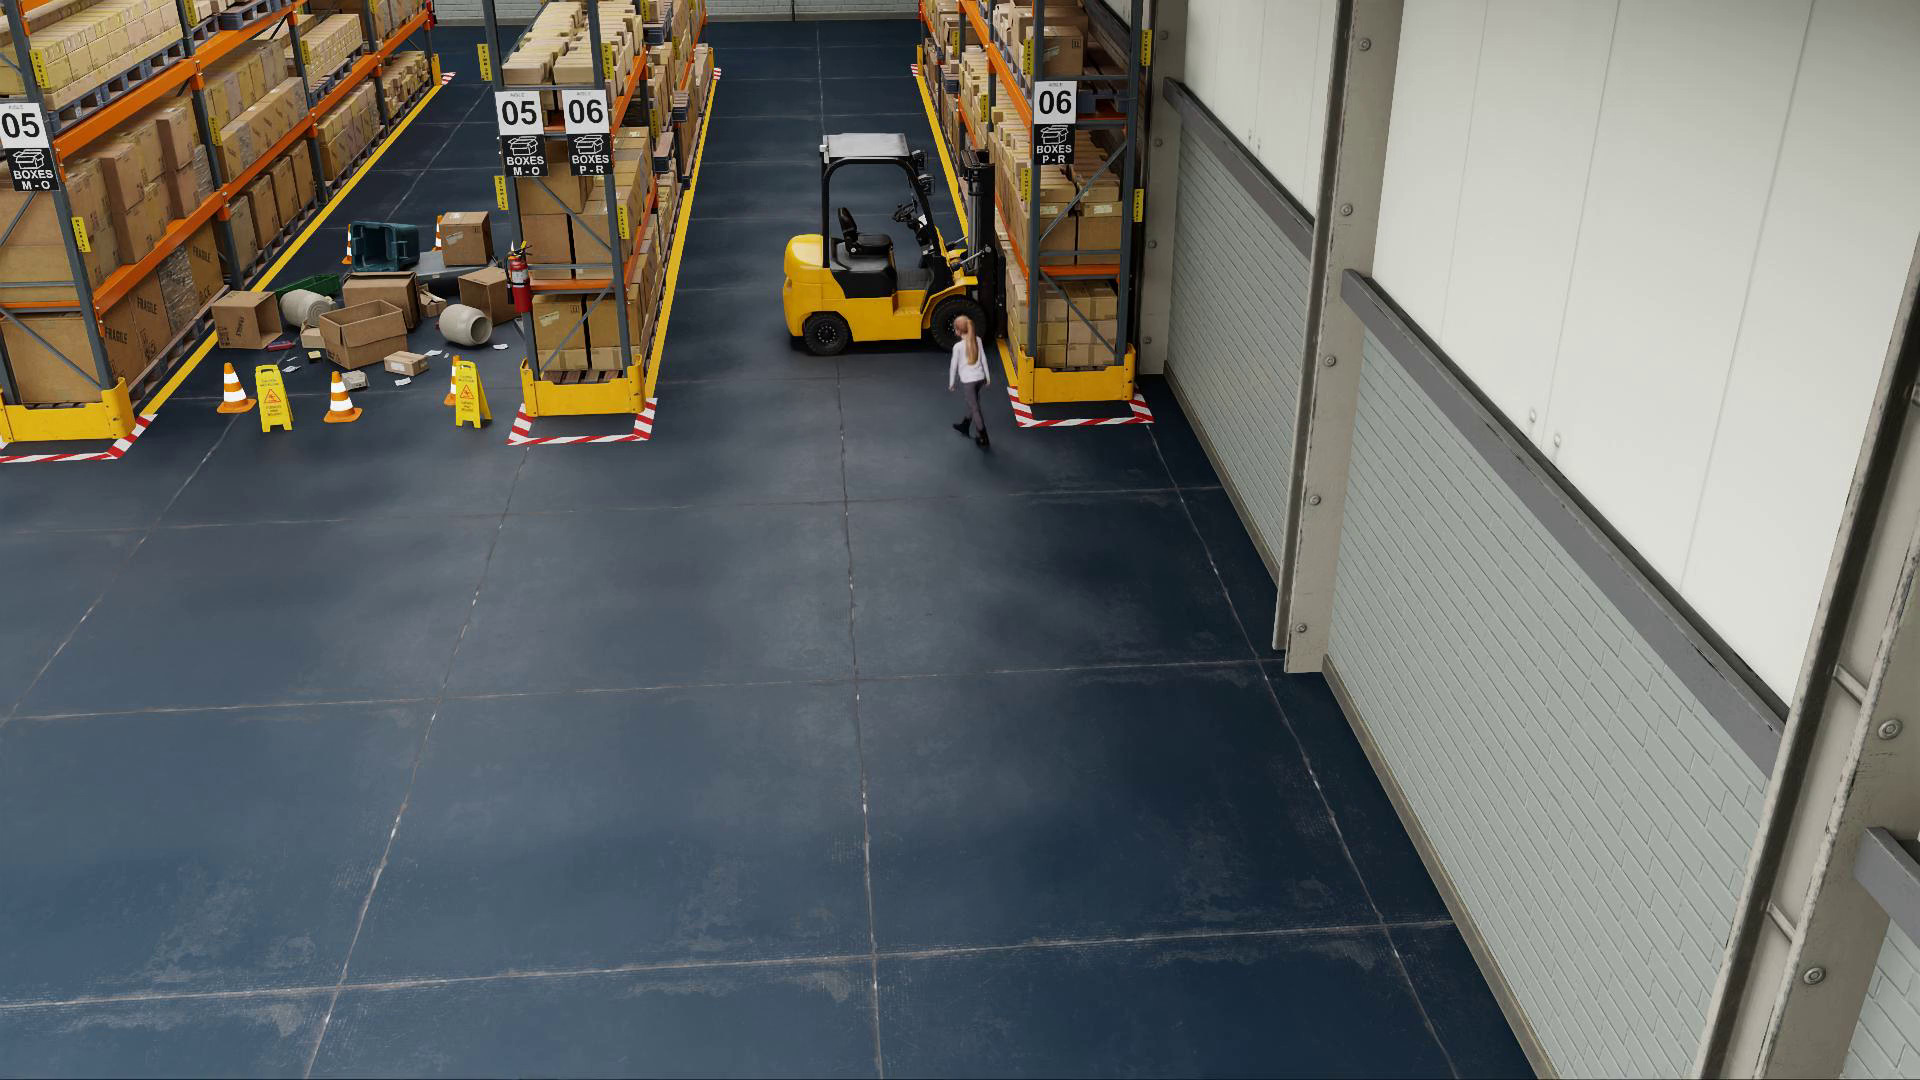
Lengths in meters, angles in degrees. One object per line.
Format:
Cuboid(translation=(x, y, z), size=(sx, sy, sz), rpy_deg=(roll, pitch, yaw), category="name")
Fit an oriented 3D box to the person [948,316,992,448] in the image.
Cuboid(translation=(0.161, -1.476, 15.700), size=(0.743, 1.240, 0.865), rpy_deg=(-15, 31, -27), category="person")
